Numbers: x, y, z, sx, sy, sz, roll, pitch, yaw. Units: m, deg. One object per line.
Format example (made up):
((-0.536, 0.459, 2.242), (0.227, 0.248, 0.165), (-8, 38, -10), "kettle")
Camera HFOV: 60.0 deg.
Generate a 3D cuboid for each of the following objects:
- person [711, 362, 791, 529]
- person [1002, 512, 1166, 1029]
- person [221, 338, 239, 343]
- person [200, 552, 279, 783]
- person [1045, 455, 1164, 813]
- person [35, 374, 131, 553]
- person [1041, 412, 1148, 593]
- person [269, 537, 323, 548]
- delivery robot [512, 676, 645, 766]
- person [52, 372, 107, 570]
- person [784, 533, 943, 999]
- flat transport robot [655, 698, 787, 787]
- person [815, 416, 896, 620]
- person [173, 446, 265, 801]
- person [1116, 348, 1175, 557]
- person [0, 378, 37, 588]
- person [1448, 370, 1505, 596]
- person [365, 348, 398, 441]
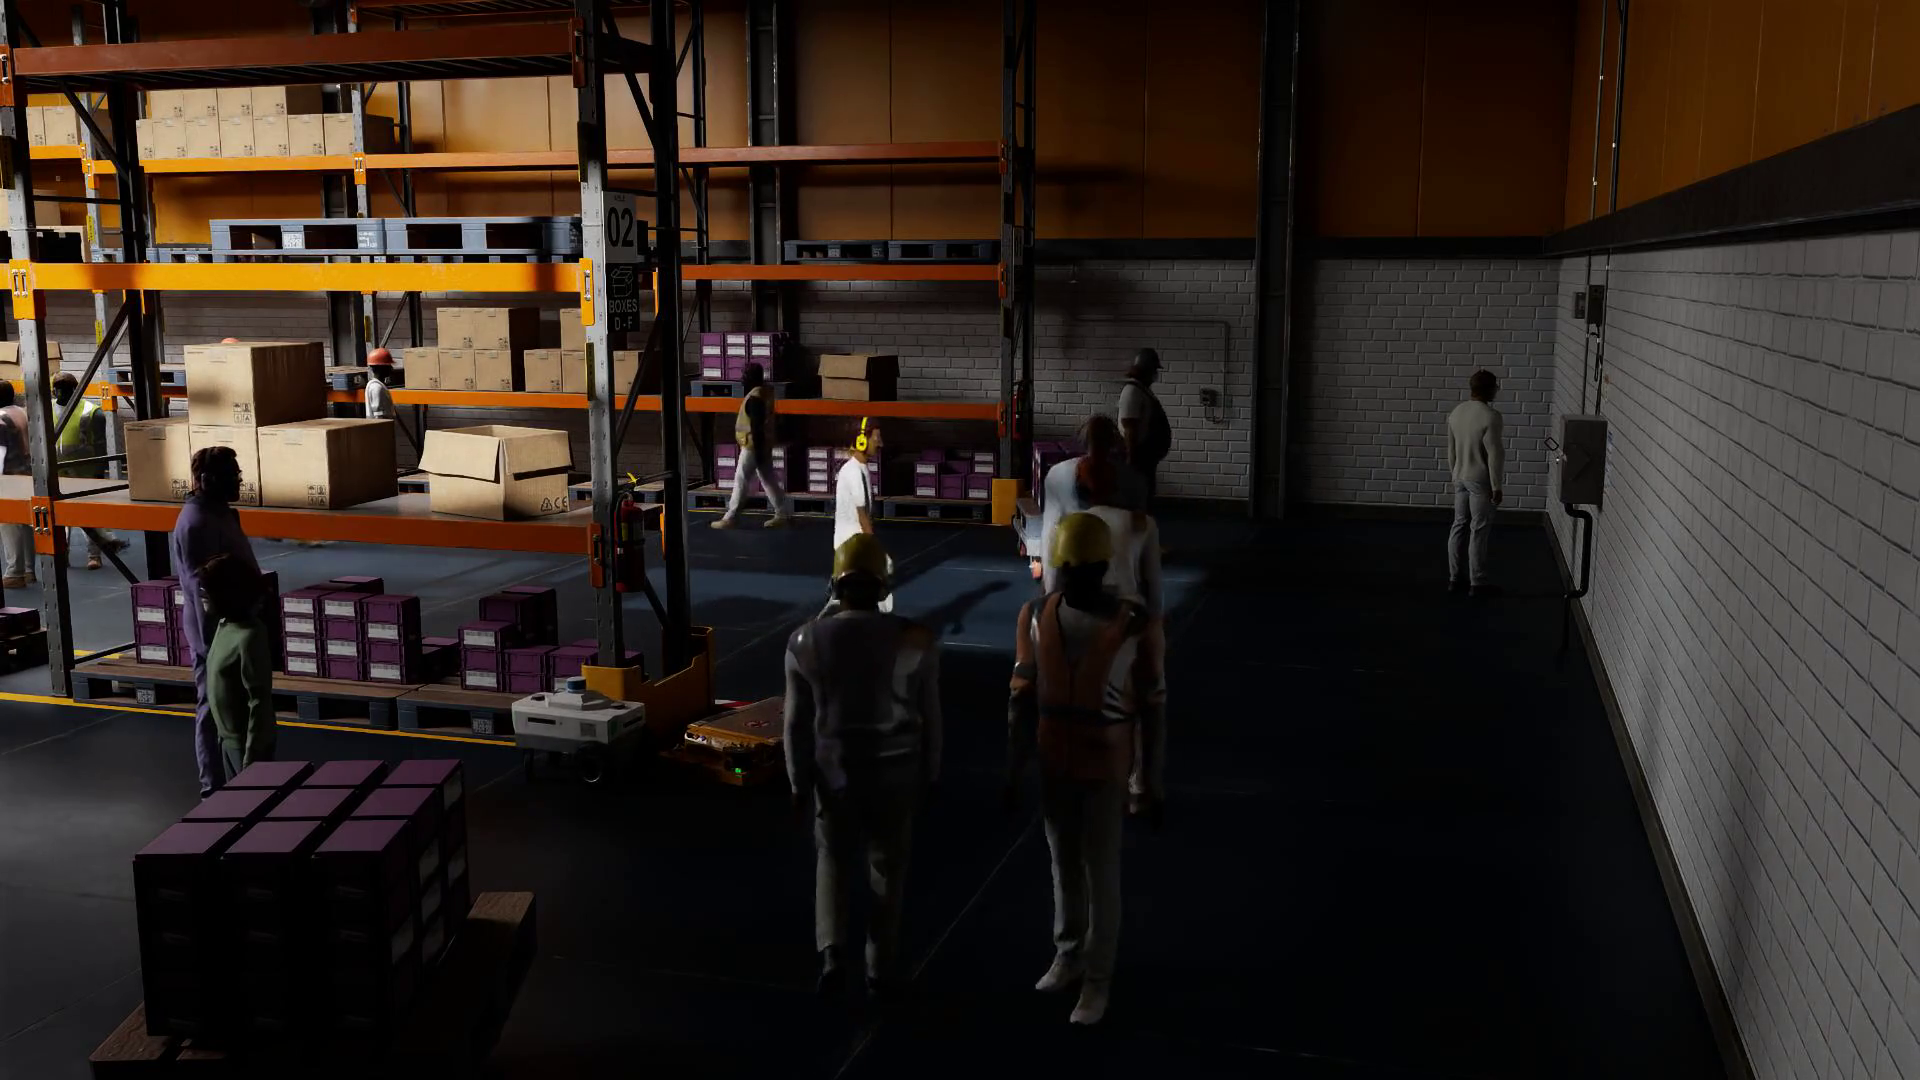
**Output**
((-2.232, -1.010, 17.872), (0.832, 1.806, 0.627), (1, 9, 6), "person")
((0.467, 0.837, 6.281), (0.606, 1.925, 0.408), (5, 10, 27), "person")
((-8.412, -1.357, 19.393), (0.399, 1.989, 0.622), (1, 9, 9), "person")
((-3.010, 0.860, 6.981), (0.289, 1.631, 0.497), (-7, 12, -37), "person")
((0.745, 0.490, 8.603), (0.612, 1.850, 0.475), (1, 9, 5), "person")
((-8.680, -0.732, 16.227), (0.938, 1.776, 0.594), (1, 9, 8), "person")
((0.839, 0.174, 10.270), (0.657, 1.919, 0.466), (2, 9, 10), "person")
((-6.682, -0.816, 16.599), (0.532, 1.827, 0.543), (3, 10, 19), "person")
((-2.102, 0.994, 9.152), (0.707, 0.478, 0.477), (4, 10, 22), "delivery robot")
((-8.257, -0.635, 15.444), (0.627, 1.847, 0.429), (-2, 9, -10), "person")
((-0.360, 0.875, 6.335), (0.593, 1.809, 0.427), (0, 9, 1), "person")
((-1.022, 1.106, 9.613), (0.652, 0.197, 1.431), (6, 11, 34), "flat transport robot")
((-0.702, 0.064, 11.295), (0.957, 1.820, 0.484), (1, 9, 6), "person")
((-3.778, 0.465, 8.553), (0.401, 1.907, 0.648), (-3, 10, -19), "person")
((1.829, -0.871, 16.285), (0.591, 2.000, 0.690), (2, 10, 13), "person")
((-8.386, -0.498, 14.622), (0.429, 1.844, 0.627), (-1, 9, -9), "person")
((4.433, -0.489, 14.269), (0.370, 1.940, 0.630), (-4, 10, -23), "person")
((-6.243, -1.109, 18.047), (0.356, 1.936, 0.552), (-4, 10, -22), "person")
